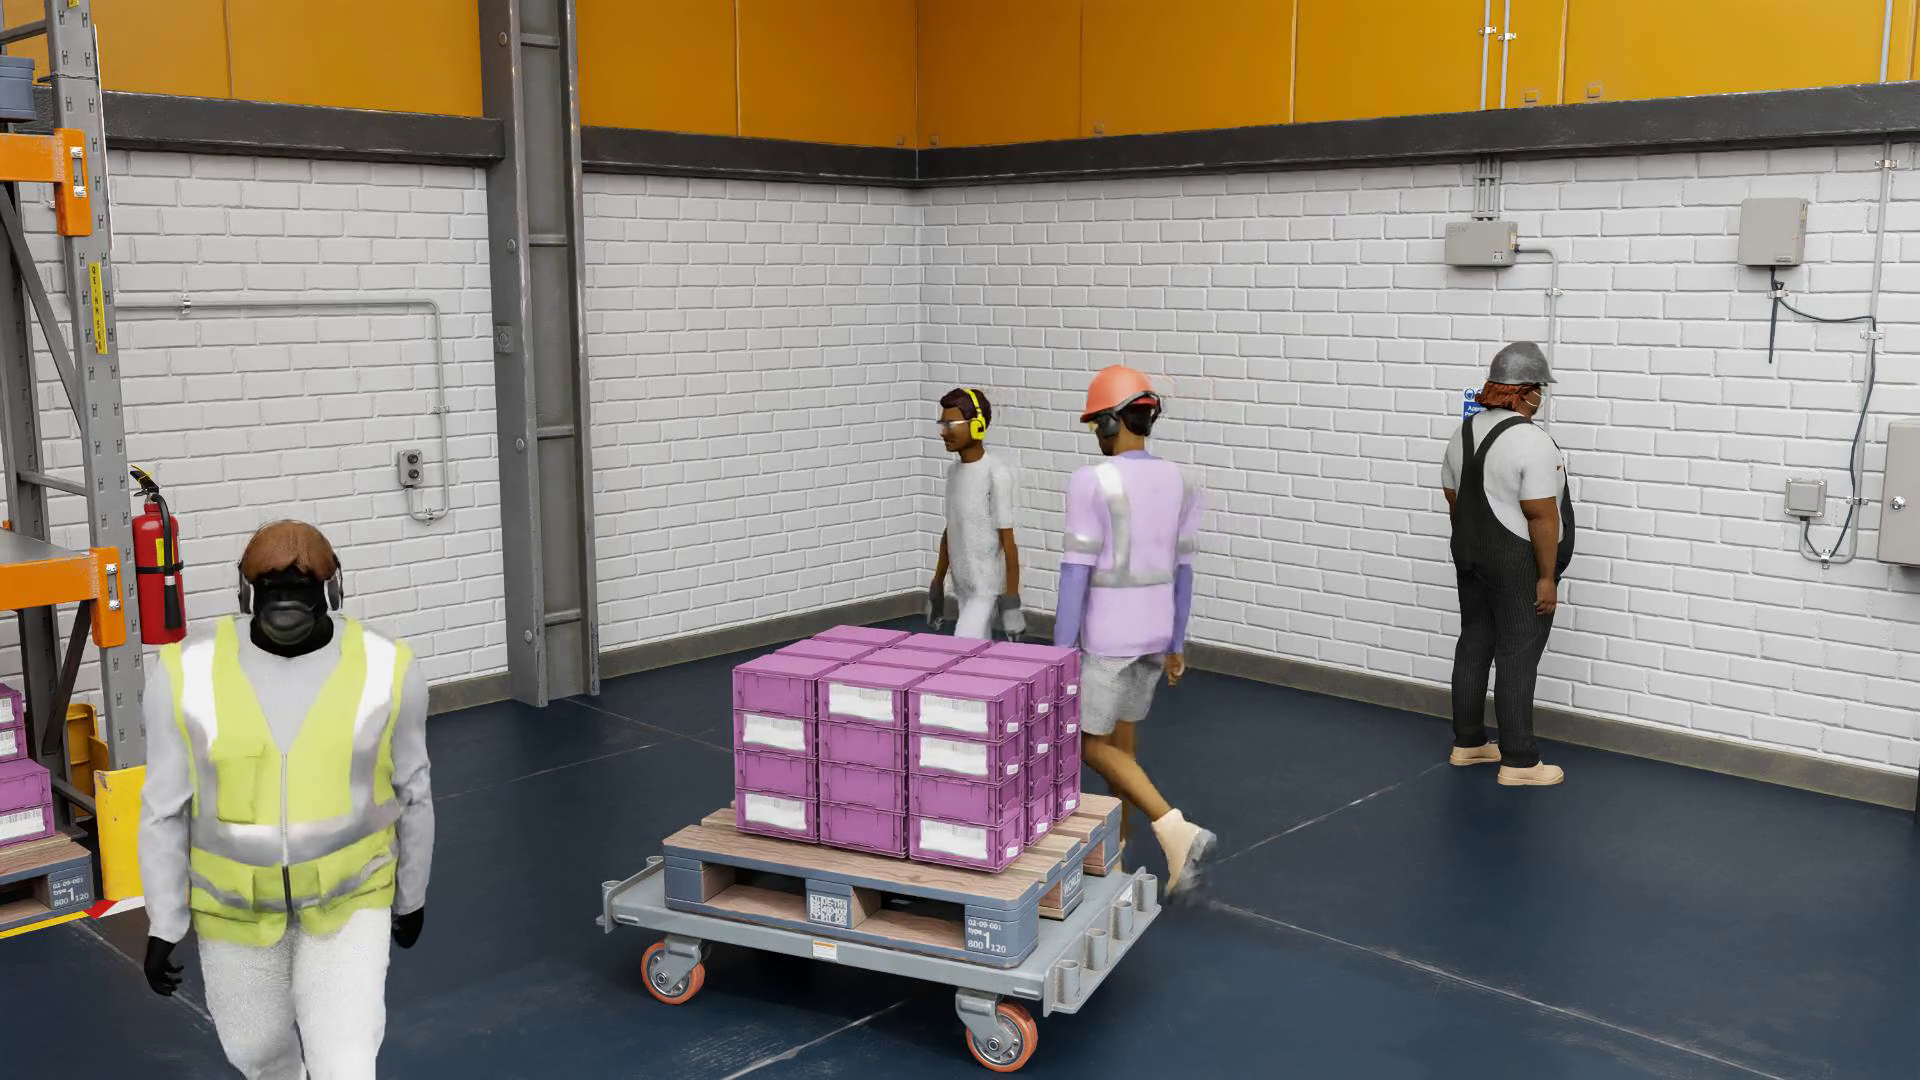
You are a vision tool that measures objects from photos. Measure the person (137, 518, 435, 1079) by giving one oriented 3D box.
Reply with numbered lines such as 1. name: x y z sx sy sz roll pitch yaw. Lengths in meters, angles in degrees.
1. person: -1.578 0.828 3.971 0.634 1.814 0.885 -3 10 -17

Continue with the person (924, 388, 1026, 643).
1. person: -0.015 0.268 7.272 0.698 1.837 0.566 -4 10 -24

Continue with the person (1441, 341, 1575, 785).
1. person: 2.571 0.098 7.713 0.537 2.000 0.683 -3 10 -21

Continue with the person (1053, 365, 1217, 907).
1. person: 0.680 0.372 6.141 0.669 2.007 0.765 -8 12 -40
